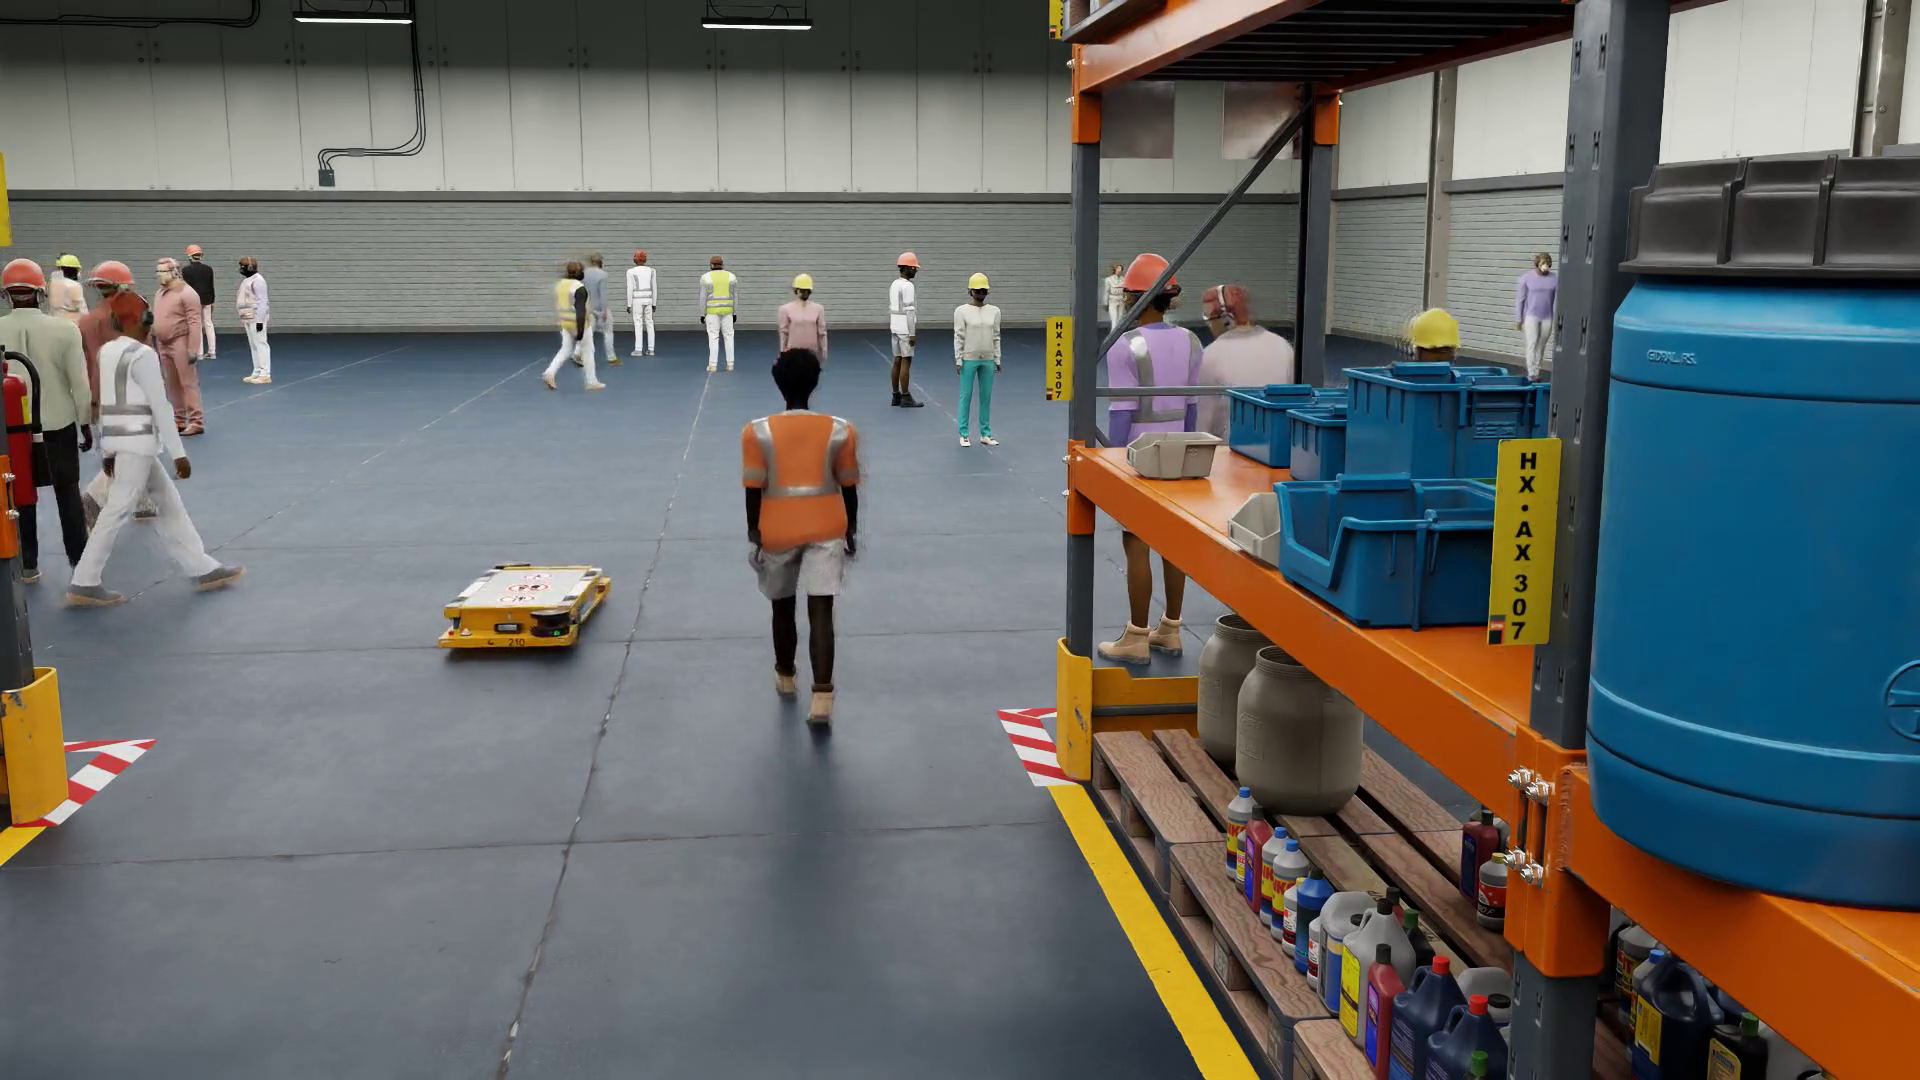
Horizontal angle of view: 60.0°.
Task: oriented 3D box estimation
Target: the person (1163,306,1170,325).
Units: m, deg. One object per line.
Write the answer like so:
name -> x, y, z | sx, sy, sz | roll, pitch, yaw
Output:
person -> 2.027, -1.805, 17.301 | 0.853, 1.592, 0.499 | 5, 11, 26

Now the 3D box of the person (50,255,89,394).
person -> -12.095, -2.947, 22.775 | 0.617, 1.876, 0.955 | 6, 12, 31

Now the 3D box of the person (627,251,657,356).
person -> -5.726, -4.254, 29.928 | 0.583, 1.882, 0.350 | -8, 13, -37

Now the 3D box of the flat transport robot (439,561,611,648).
flat transport robot -> -2.365, 0.339, 9.171 | 0.652, 0.197, 1.431 | 0, 10, -3

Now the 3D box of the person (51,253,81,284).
person -> -15.330, -3.986, 28.567 | 0.485, 1.841, 0.566 | 8, 13, 37

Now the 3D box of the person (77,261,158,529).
person -> -6.186, -1.049, 12.150 | 0.620, 1.966, 0.880 | 4, 11, 22

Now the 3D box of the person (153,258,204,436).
person -> -8.457, -2.075, 17.921 | 0.651, 1.904, 0.403 | 6, 12, 31

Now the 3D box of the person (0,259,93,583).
person -> -5.687, -0.726, 10.273 | 0.613, 1.996, 0.379 | -4, 11, -19

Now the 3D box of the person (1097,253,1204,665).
person -> 0.936, -0.401, 8.350 | 0.614, 2.048, 0.361 | -9, 14, -40

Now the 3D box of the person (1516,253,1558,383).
person -> 8.349, -3.164, 23.915 | 0.629, 1.883, 1.048 | 1, 10, 5

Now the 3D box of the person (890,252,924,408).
person -> -0.682, -2.632, 20.893 | 0.376, 1.934, 0.546 | -5, 11, -25

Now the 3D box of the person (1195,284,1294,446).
person -> 1.488, -0.422, 8.920 | 0.672, 1.880, 0.445 | -5, 11, -25

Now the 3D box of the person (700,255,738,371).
person -> -3.847, -3.605, 26.500 | 0.622, 1.838, 0.429 | -5, 11, -24

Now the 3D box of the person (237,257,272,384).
person -> -10.319, -3.207, 24.301 | 0.430, 1.843, 0.625 | -8, 13, -37

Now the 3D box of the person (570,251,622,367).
person -> -6.039, -3.800, 27.396 | 0.640, 1.908, 0.959 | 8, 13, 37

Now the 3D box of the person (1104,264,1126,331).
person -> 3.129, -4.602, 32.617 | 0.528, 1.598, 0.842 | -4, 11, -21

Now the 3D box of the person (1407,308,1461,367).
person -> 2.271, -0.196, 7.925 | 0.605, 1.785, 0.874 | -4, 11, -20

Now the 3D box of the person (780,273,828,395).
person -> -1.769, -2.118, 18.634 | 0.524, 1.738, 0.781 | -4, 11, -22

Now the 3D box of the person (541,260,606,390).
person -> -5.416, -2.984, 23.167 | 0.623, 1.812, 0.852 | 10, 14, 42

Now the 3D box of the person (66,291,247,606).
person -> -4.823, -0.544, 9.782 | 1.039, 1.820, 0.622 | -10, 14, -43

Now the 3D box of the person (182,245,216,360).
person -> -13.282, -4.143, 29.006 | 0.385, 1.993, 0.623 | 5, 11, 25

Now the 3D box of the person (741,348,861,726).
person -> -0.698, -0.026, 7.385 | 0.536, 1.654, 0.889 | -2, 10, -10

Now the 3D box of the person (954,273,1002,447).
person -> 0.189, -1.833, 16.978 | 0.525, 1.769, 0.315 | -5, 11, -25
